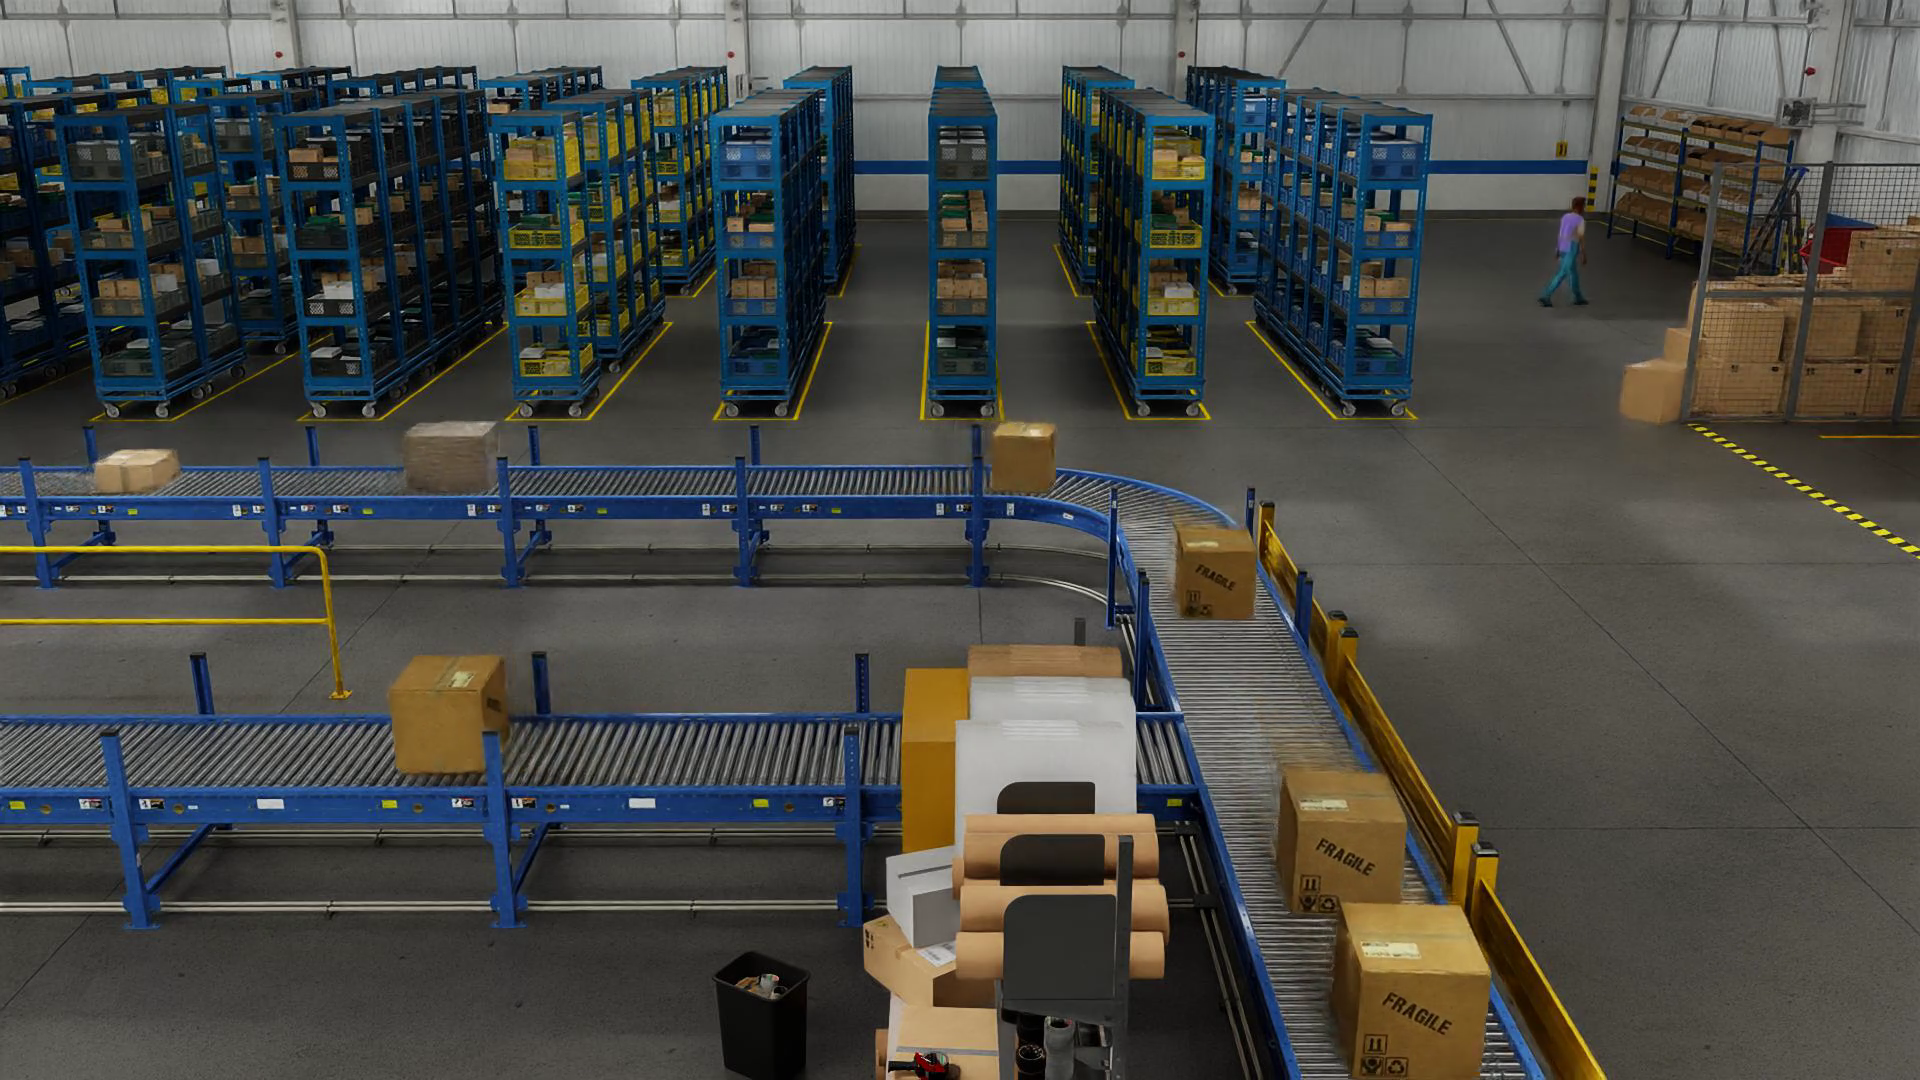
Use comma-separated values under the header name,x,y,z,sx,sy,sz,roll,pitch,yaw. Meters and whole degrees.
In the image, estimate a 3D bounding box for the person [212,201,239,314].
name,x,y,z,sx,sy,sz,roll,pitch,yaw
person,-11.744,-4.555,26.703,0.404,1.833,0.590,-14,22,-36

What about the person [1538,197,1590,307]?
name,x,y,z,sx,sy,sz,roll,pitch,yaw
person,9.976,-4.724,27.280,0.956,1.806,0.584,-3,18,-8
